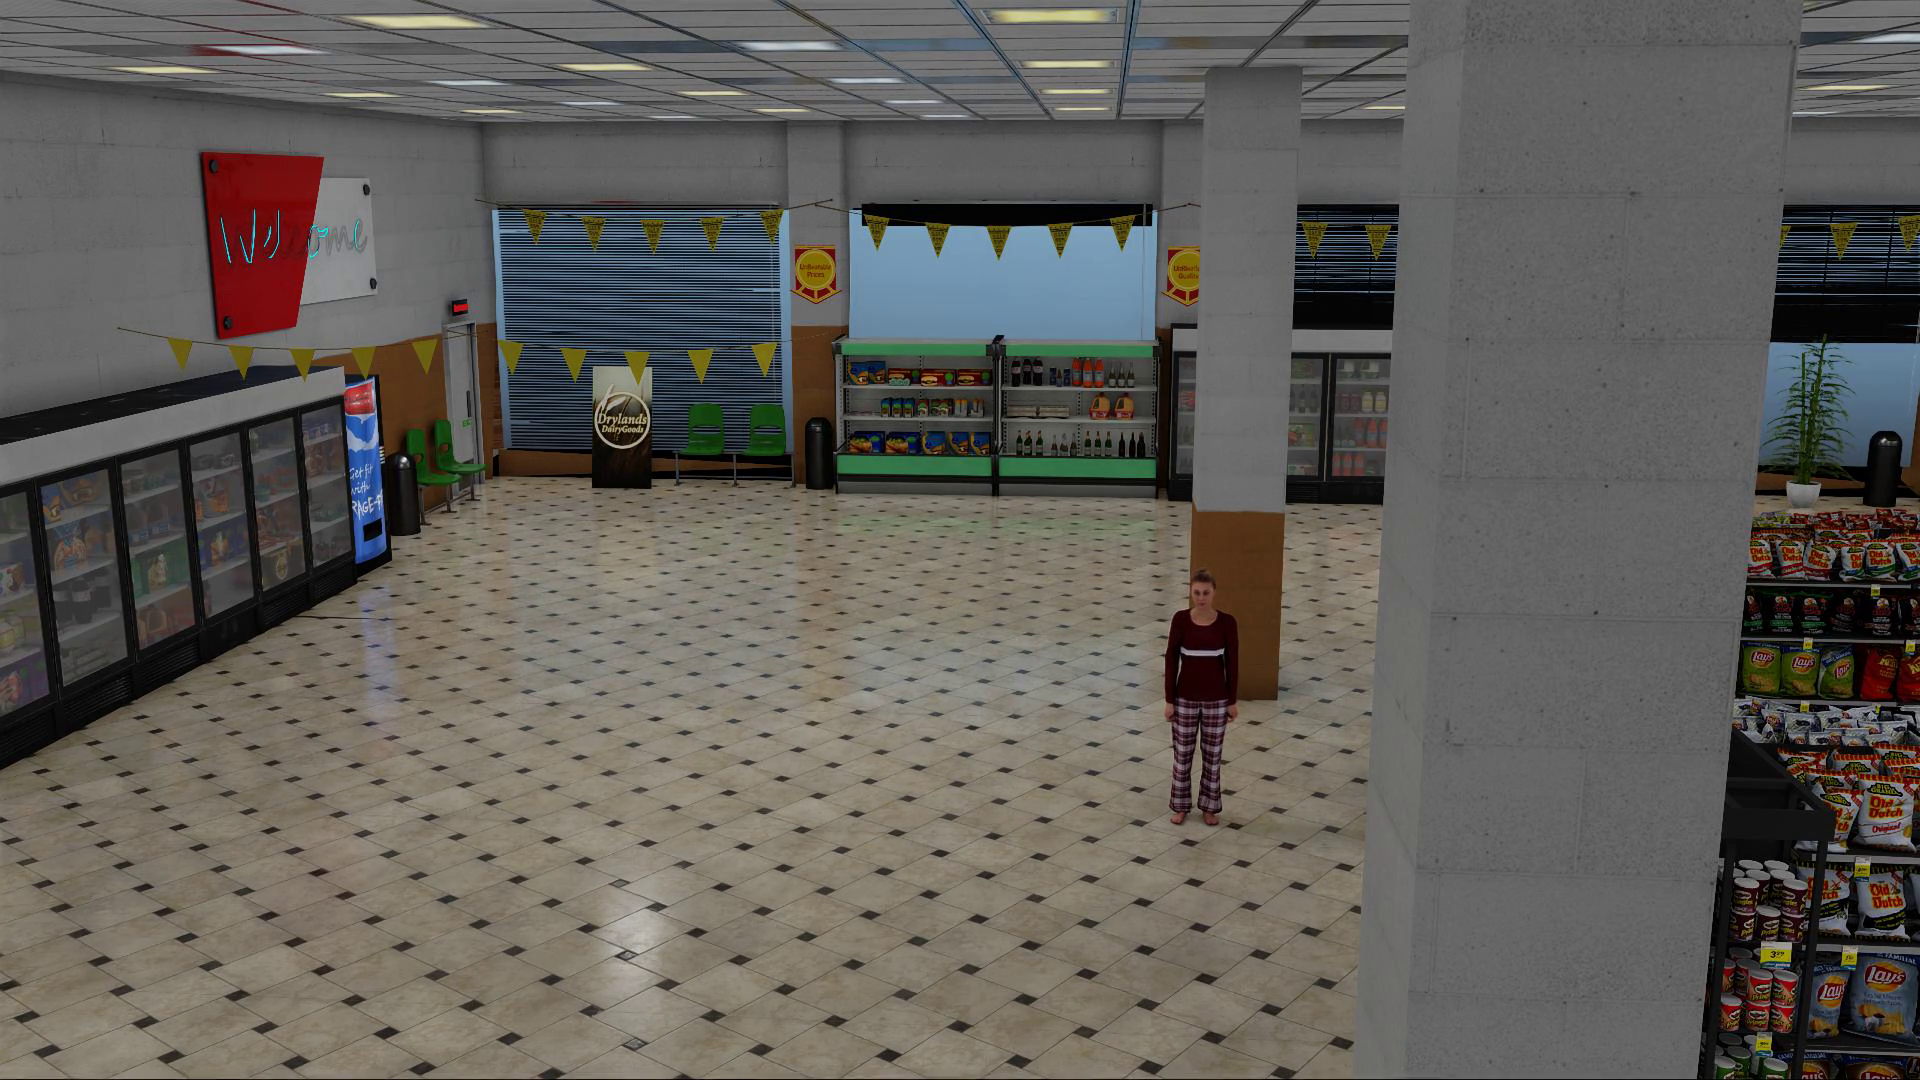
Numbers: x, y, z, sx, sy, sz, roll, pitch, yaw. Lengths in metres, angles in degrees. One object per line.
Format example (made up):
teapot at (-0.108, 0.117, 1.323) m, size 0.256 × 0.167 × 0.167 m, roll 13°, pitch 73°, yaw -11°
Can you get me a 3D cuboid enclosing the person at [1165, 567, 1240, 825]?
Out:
person at (1.569, 1.020, 10.817) m, size 0.425 × 1.699 × 0.680 m, roll 1°, pitch 12°, yaw 6°
